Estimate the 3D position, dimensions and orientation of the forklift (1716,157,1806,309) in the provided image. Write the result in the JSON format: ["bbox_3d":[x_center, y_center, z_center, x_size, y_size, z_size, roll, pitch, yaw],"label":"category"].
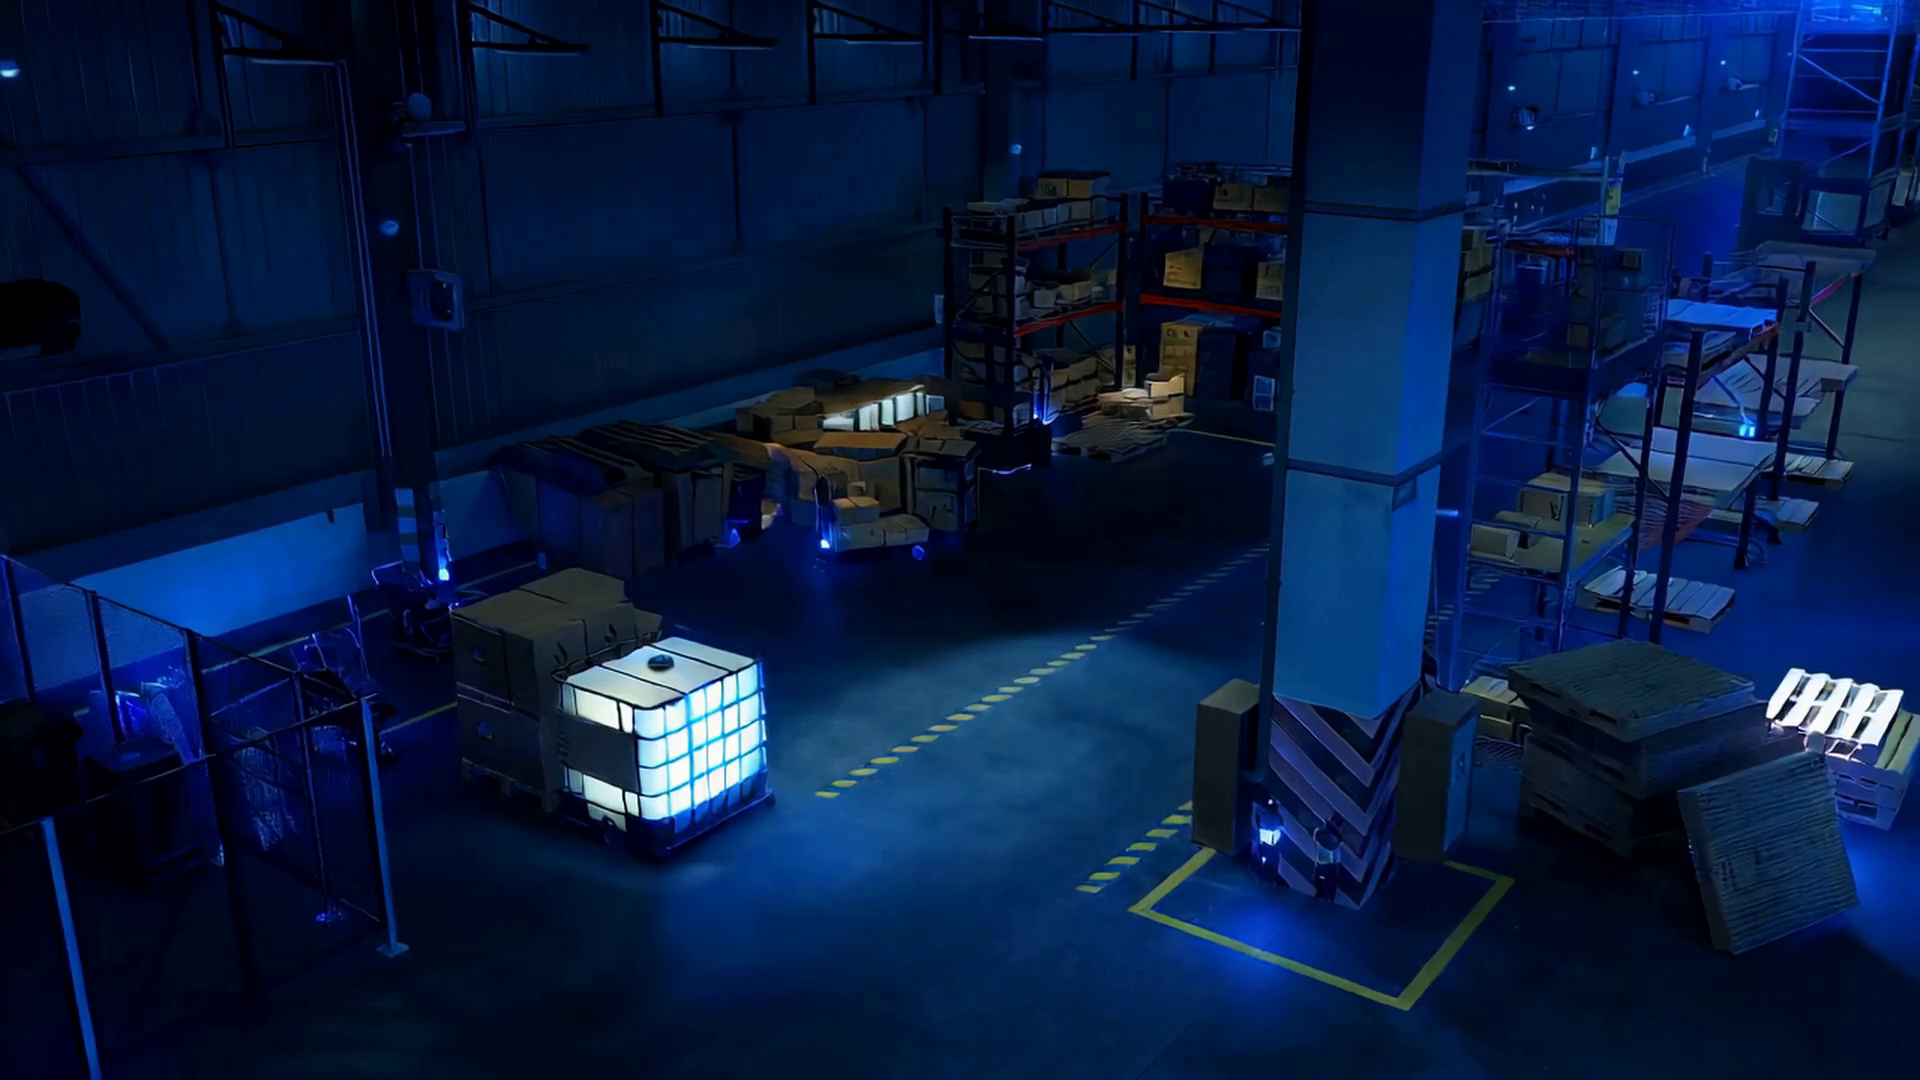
[{"bbox_3d":[15.143,-5.756,31.236,1.129,2.768,1.873,13,22,34],"label":"forklift"}]
